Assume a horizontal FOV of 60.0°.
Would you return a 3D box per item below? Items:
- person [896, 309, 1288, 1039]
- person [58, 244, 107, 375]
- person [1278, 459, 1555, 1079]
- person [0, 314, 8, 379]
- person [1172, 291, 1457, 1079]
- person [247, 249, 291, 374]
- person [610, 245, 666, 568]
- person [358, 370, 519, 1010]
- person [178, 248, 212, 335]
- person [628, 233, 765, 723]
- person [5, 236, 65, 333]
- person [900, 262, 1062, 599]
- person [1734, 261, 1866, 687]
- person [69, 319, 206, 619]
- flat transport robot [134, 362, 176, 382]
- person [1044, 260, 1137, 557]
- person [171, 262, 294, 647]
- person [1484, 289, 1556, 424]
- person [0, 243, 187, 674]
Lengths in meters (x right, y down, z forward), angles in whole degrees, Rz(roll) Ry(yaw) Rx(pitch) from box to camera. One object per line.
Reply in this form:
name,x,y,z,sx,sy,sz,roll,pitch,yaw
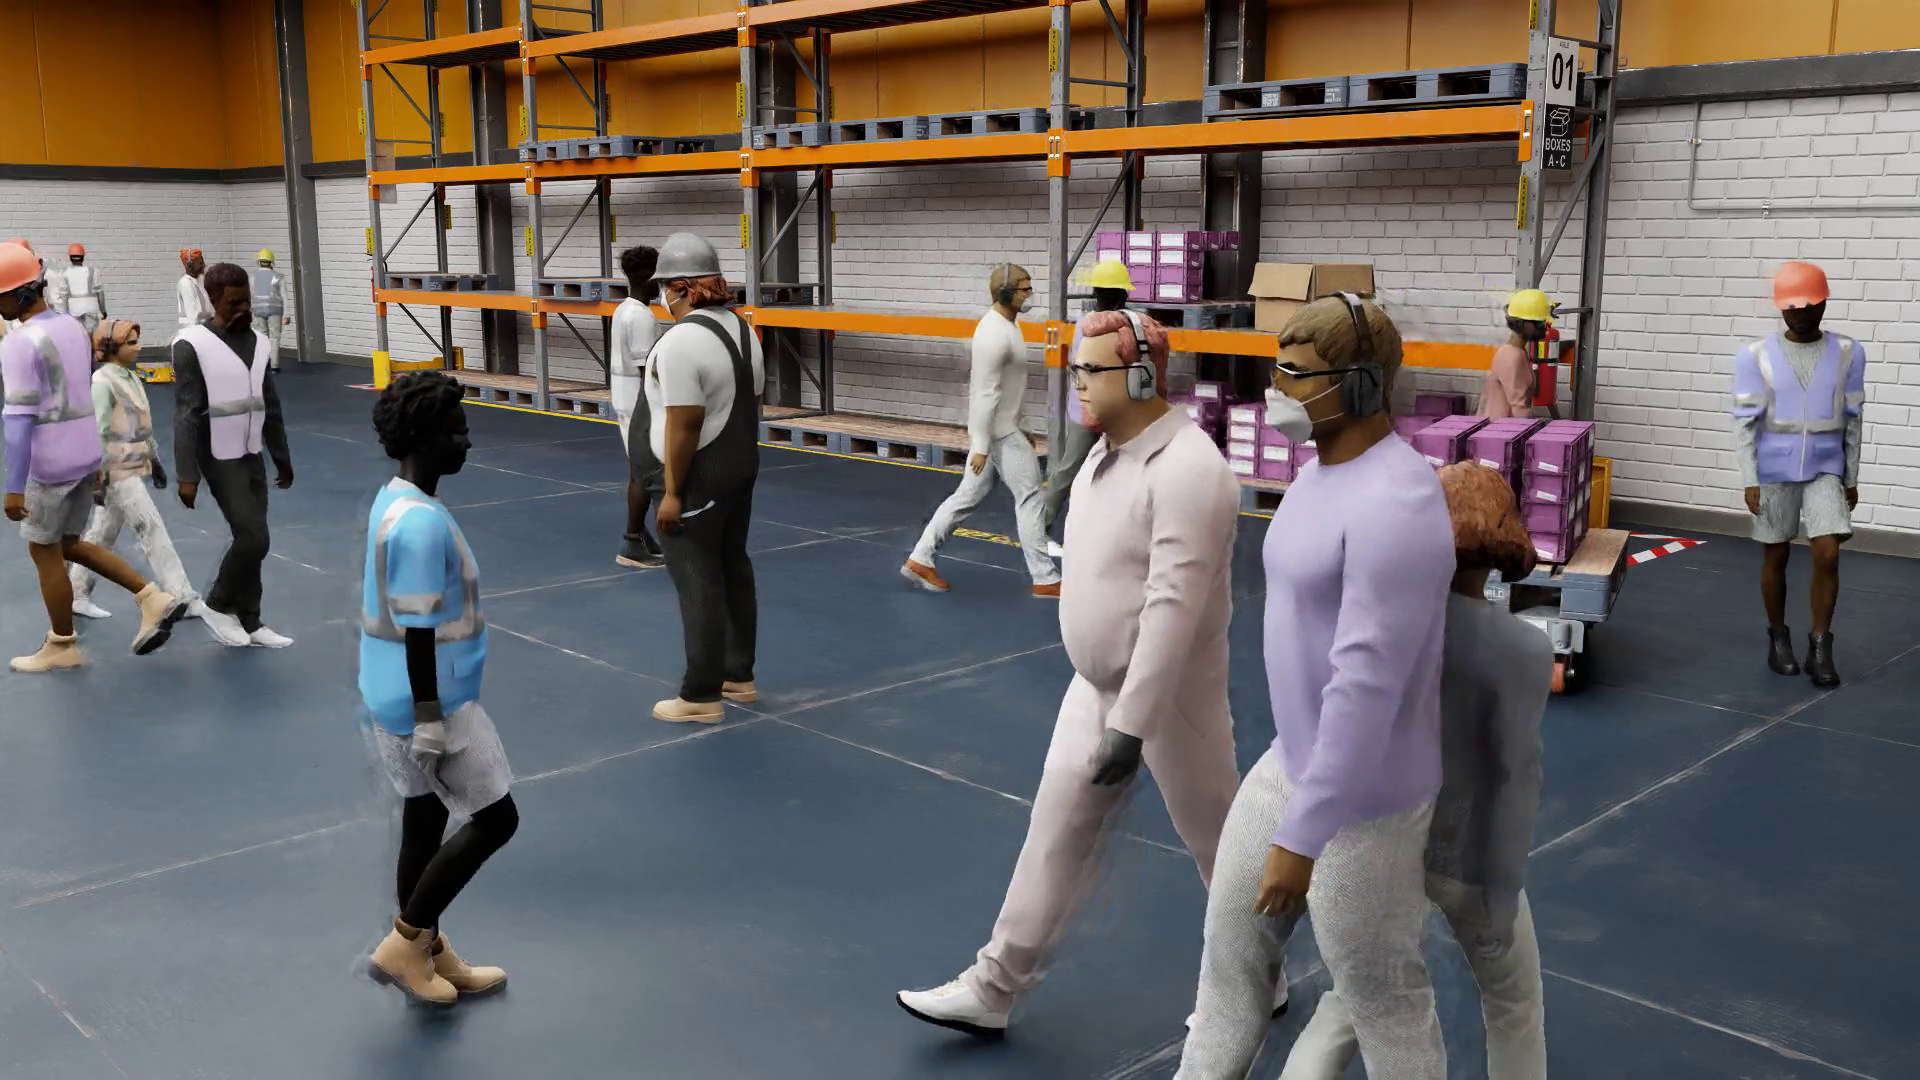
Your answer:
person,0.395,0.369,4.083,1.041,1.842,0.639,-5,11,-23
person,-12.798,-3.362,24.290,0.552,1.913,0.768,-3,11,-17
person,0.927,0.629,3.342,0.830,1.591,0.496,-7,13,-34
person,-10.859,-2.381,18.860,0.599,1.913,0.539,2,11,9
person,0.589,0.495,3.196,0.854,1.911,0.649,-1,10,-5
person,-10.108,-3.337,24.340,0.624,1.818,0.430,0,10,-2
person,-1.972,-0.815,10.237,0.488,1.960,0.664,-5,11,-24
person,-1.347,0.405,4.282,0.368,1.682,0.554,-5,11,-24
person,-8.143,-2.163,17.774,0.355,1.882,0.576,-4,11,-21
person,-1.123,-0.264,6.983,0.536,2.000,0.688,4,11,19
person,-9.993,-2.271,17.999,0.633,2.014,0.675,-3,11,-15
person,0.155,-0.599,9.255,1.039,1.894,0.624,0,10,1
person,3.774,-0.289,7.484,0.563,1.903,0.726,3,11,16
person,-4.374,-0.358,8.712,0.856,1.592,0.532,-2,11,-11
flat transport robot,-11.057,-2.350,23.189,0.652,0.197,1.431,-7,12,-33
person,0.882,-0.795,10.351,1.039,1.871,0.592,5,12,26
person,-3.468,-0.377,7.995,0.453,1.893,0.716,2,11,12
person,3.145,-0.529,9.302,0.921,1.718,0.521,5,12,28
person,-4.052,-0.347,7.587,0.691,1.996,0.656,-1,10,-5
